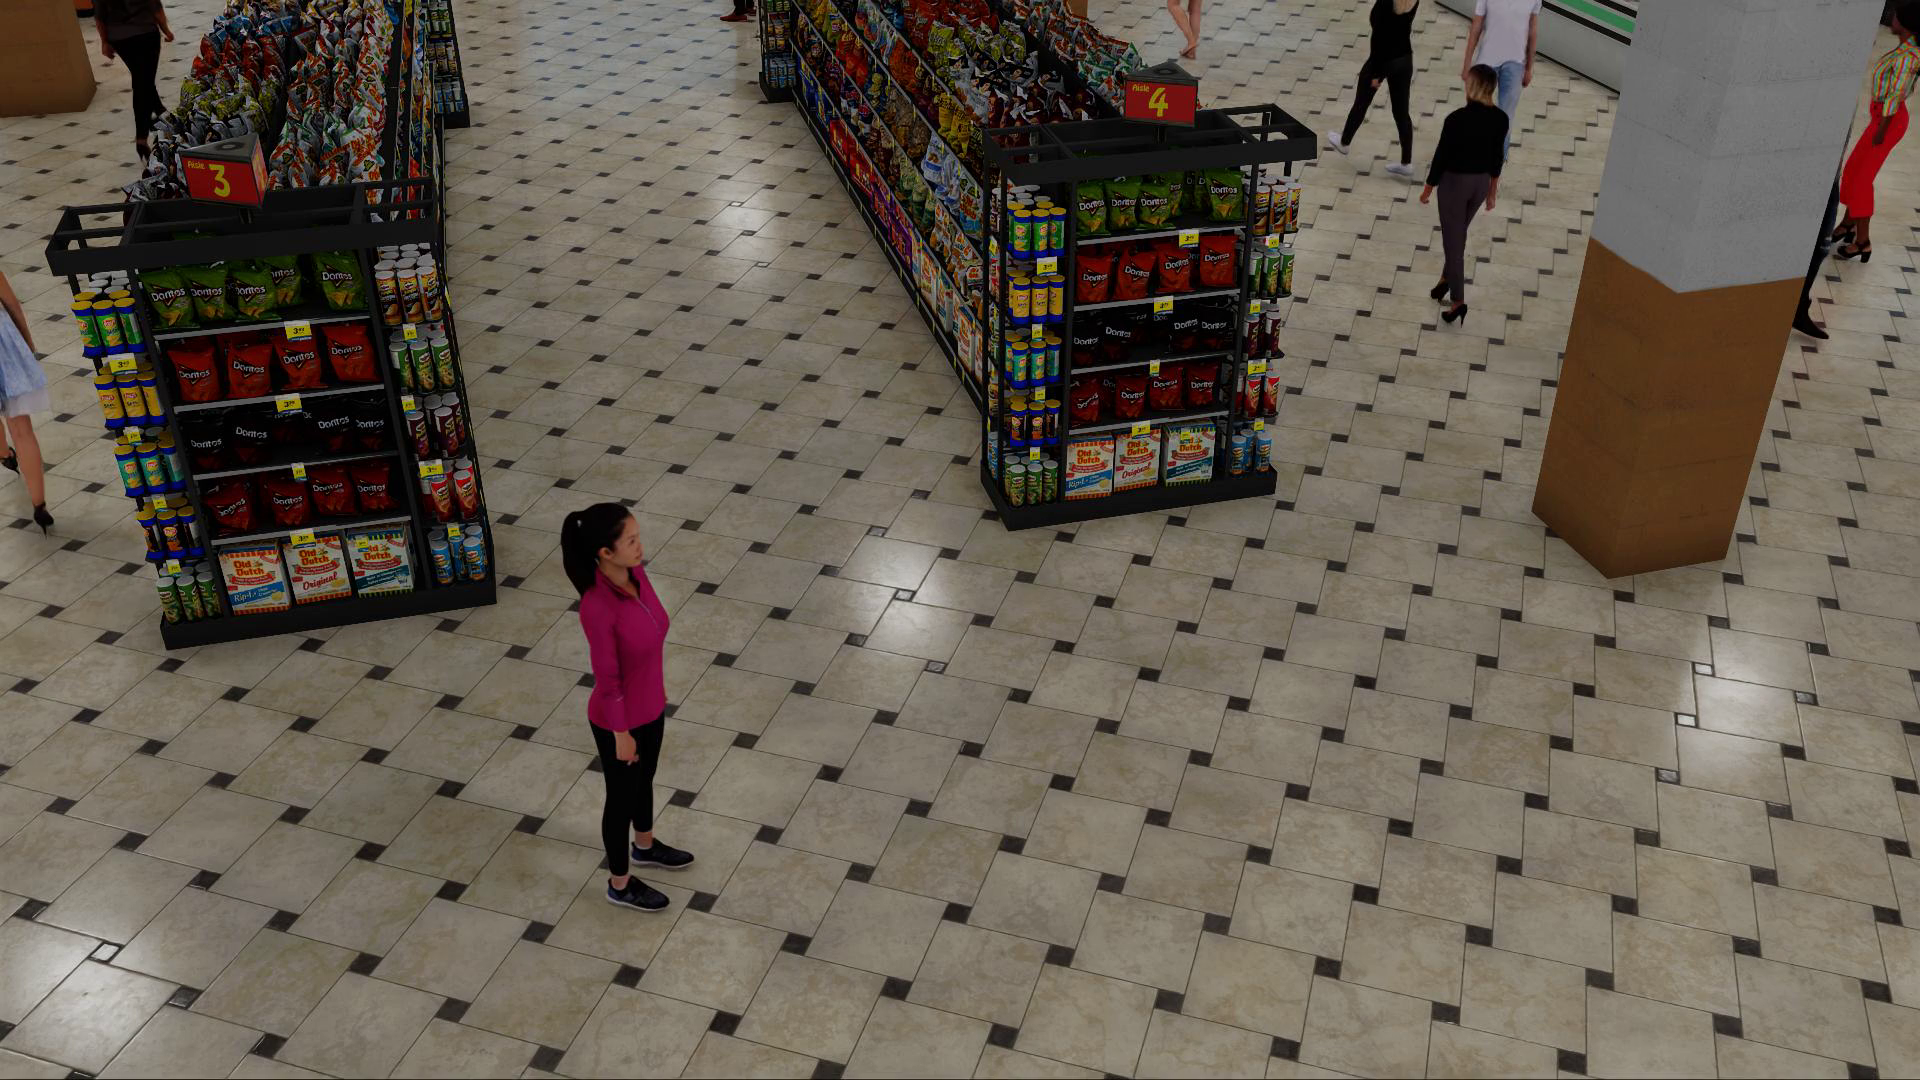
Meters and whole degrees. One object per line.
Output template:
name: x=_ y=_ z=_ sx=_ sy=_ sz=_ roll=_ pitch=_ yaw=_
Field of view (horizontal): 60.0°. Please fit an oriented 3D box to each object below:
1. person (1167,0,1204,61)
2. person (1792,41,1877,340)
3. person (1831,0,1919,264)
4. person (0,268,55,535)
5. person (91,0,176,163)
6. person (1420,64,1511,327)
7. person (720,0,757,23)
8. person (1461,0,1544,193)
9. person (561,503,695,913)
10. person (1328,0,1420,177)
person: x=2.243 y=-5.368 z=15.705 sx=0.673 sy=1.697 sz=0.709 roll=-16 pitch=35 yaw=-24
person: x=5.355 y=-2.269 z=10.571 sx=0.790 sy=1.860 sz=0.837 roll=-6 pitch=32 yaw=-9
person: x=6.417 y=-2.826 z=11.550 sx=0.796 sy=1.771 sz=0.736 roll=13 pitch=34 yaw=20
person: x=-4.873 y=-0.842 z=8.363 sx=0.879 sy=1.770 sz=1.226 roll=-18 pitch=36 yaw=-27
person: x=-6.610 y=-3.896 z=13.257 sx=0.931 sy=1.784 sz=1.244 roll=2 pitch=32 yaw=4
person: x=3.249 y=-2.148 z=10.572 sx=0.636 sy=1.654 sz=0.759 roll=-12 pitch=34 yaw=-19
person: x=-2.294 y=-6.278 z=17.048 sx=0.846 sy=1.824 sz=0.763 roll=14 pitch=34 yaw=21
person: x=4.160 y=-3.673 z=12.865 sx=0.973 sy=1.821 sz=1.206 roll=3 pitch=32 yaw=5
person: x=-1.230 y=0.610 z=6.095 sx=0.727 sy=1.699 sz=0.629 roll=6 pitch=32 yaw=10
person: x=3.423 y=-3.648 z=13.001 sx=0.827 sy=1.634 sz=1.218 roll=-16 pitch=35 yaw=-24
